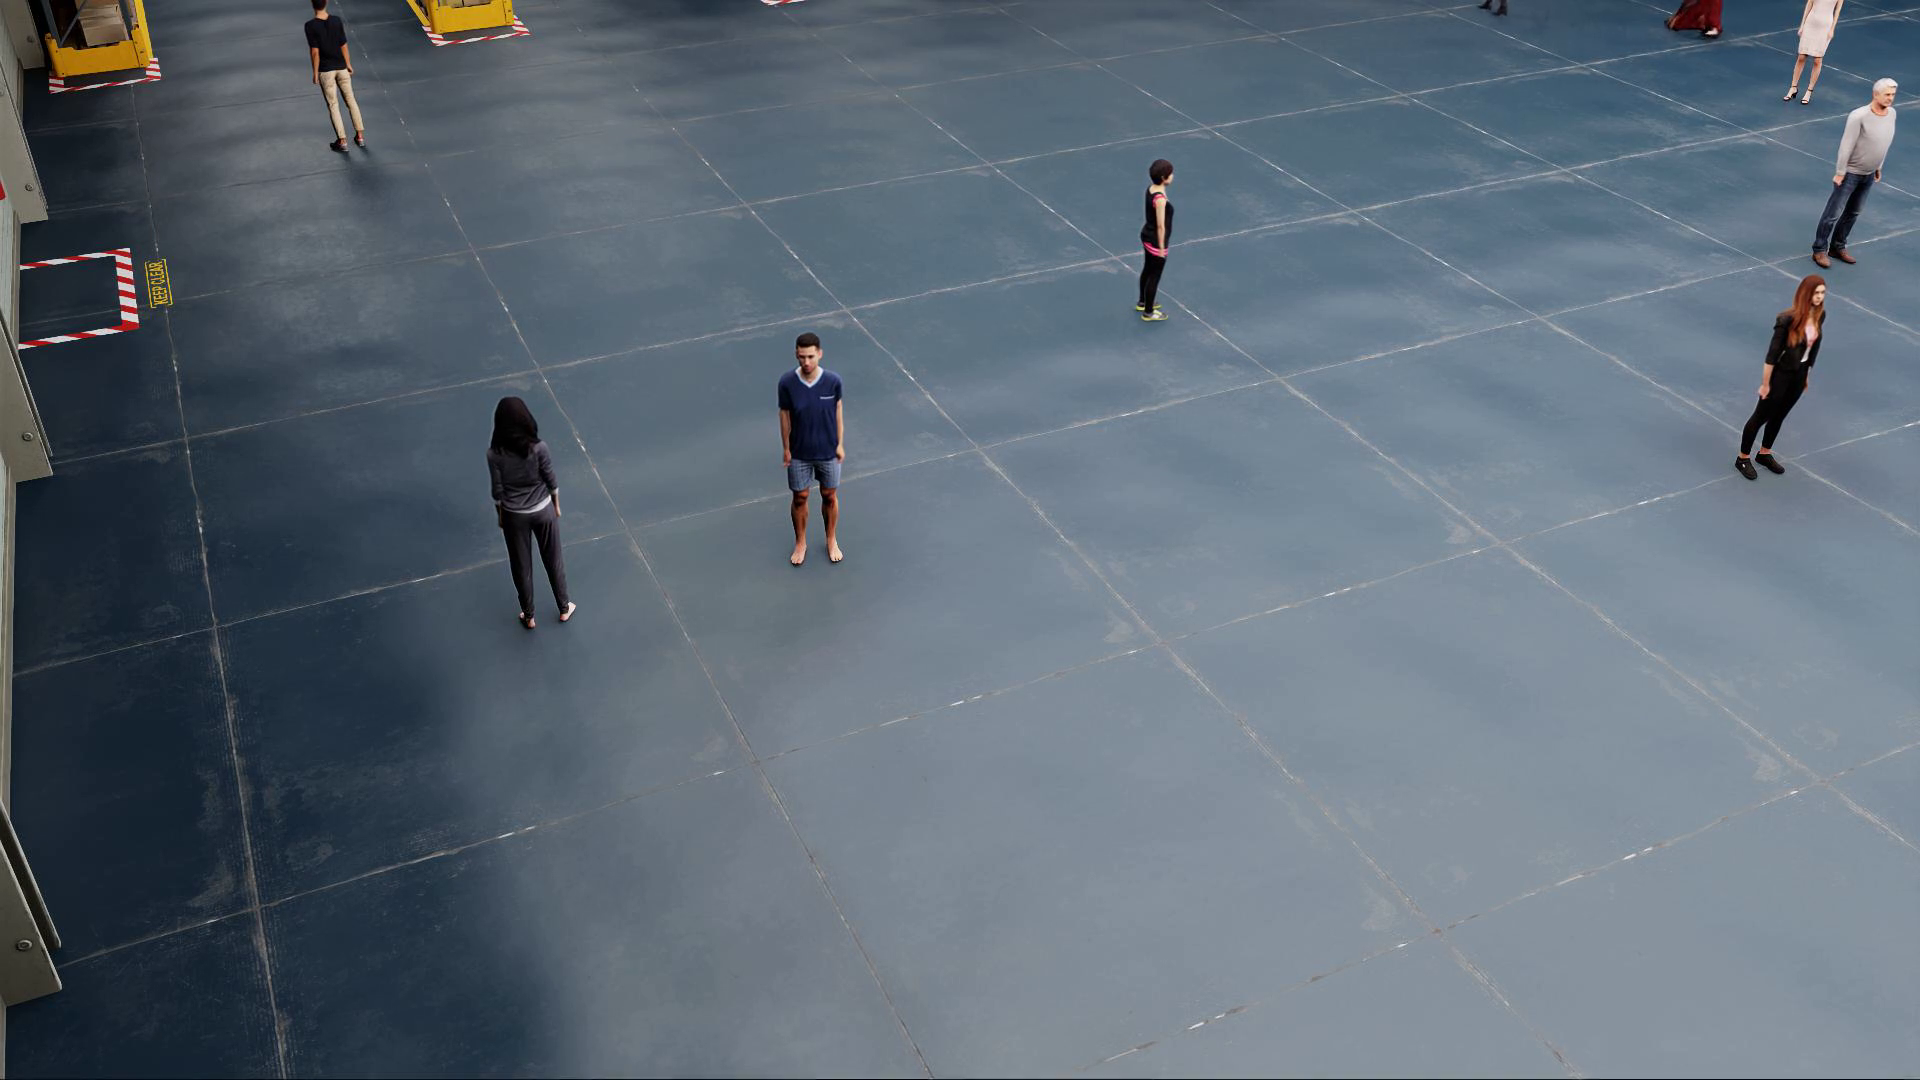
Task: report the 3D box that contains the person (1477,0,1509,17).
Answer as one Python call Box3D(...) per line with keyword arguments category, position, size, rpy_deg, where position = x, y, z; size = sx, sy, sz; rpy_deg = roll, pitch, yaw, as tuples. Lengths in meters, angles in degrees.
Box3D(category="person", position=(8.025, -8.445, 24.278), size=(0.857, 1.573, 0.781), rpy_deg=(21, 38, 28))

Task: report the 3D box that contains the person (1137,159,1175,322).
Box3D(category="person", position=(1.842, -2.842, 15.683), size=(0.647, 1.551, 0.521), rpy_deg=(-5, 33, -7))

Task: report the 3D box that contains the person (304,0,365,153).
Box3D(category="person", position=(-7.360, -5.513, 19.509), size=(0.668, 1.857, 0.715), rpy_deg=(27, 41, 35))

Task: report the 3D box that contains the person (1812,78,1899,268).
Box3D(category="person", position=(8.994, -3.699, 16.673), size=(0.755, 1.909, 0.641), rpy_deg=(-11, 35, -16))

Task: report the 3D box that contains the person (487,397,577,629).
Box3D(category="person", position=(-2.953, -0.178, 11.391), size=(0.619, 1.765, 0.552), rpy_deg=(-9, 34, -14))

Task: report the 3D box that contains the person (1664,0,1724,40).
Box3D(category="person", position=(10.604, -7.823, 23.300), size=(1.124, 1.598, 0.894), rpy_deg=(26, 41, 34))

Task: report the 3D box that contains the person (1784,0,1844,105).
Box3D(category="person", position=(10.812, -6.434, 20.950), size=(0.563, 1.830, 0.702), rpy_deg=(26, 41, 34))

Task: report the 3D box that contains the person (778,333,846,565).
Box3D(category="person", position=(-1.065, -0.676, 12.081), size=(0.682, 1.847, 0.657), rpy_deg=(-4, 33, -6))

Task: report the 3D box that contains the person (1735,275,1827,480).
Box3D(category="person", position=(6.539, -1.313, 13.185), size=(0.626, 1.712, 0.546), rpy_deg=(-11, 35, -16))
